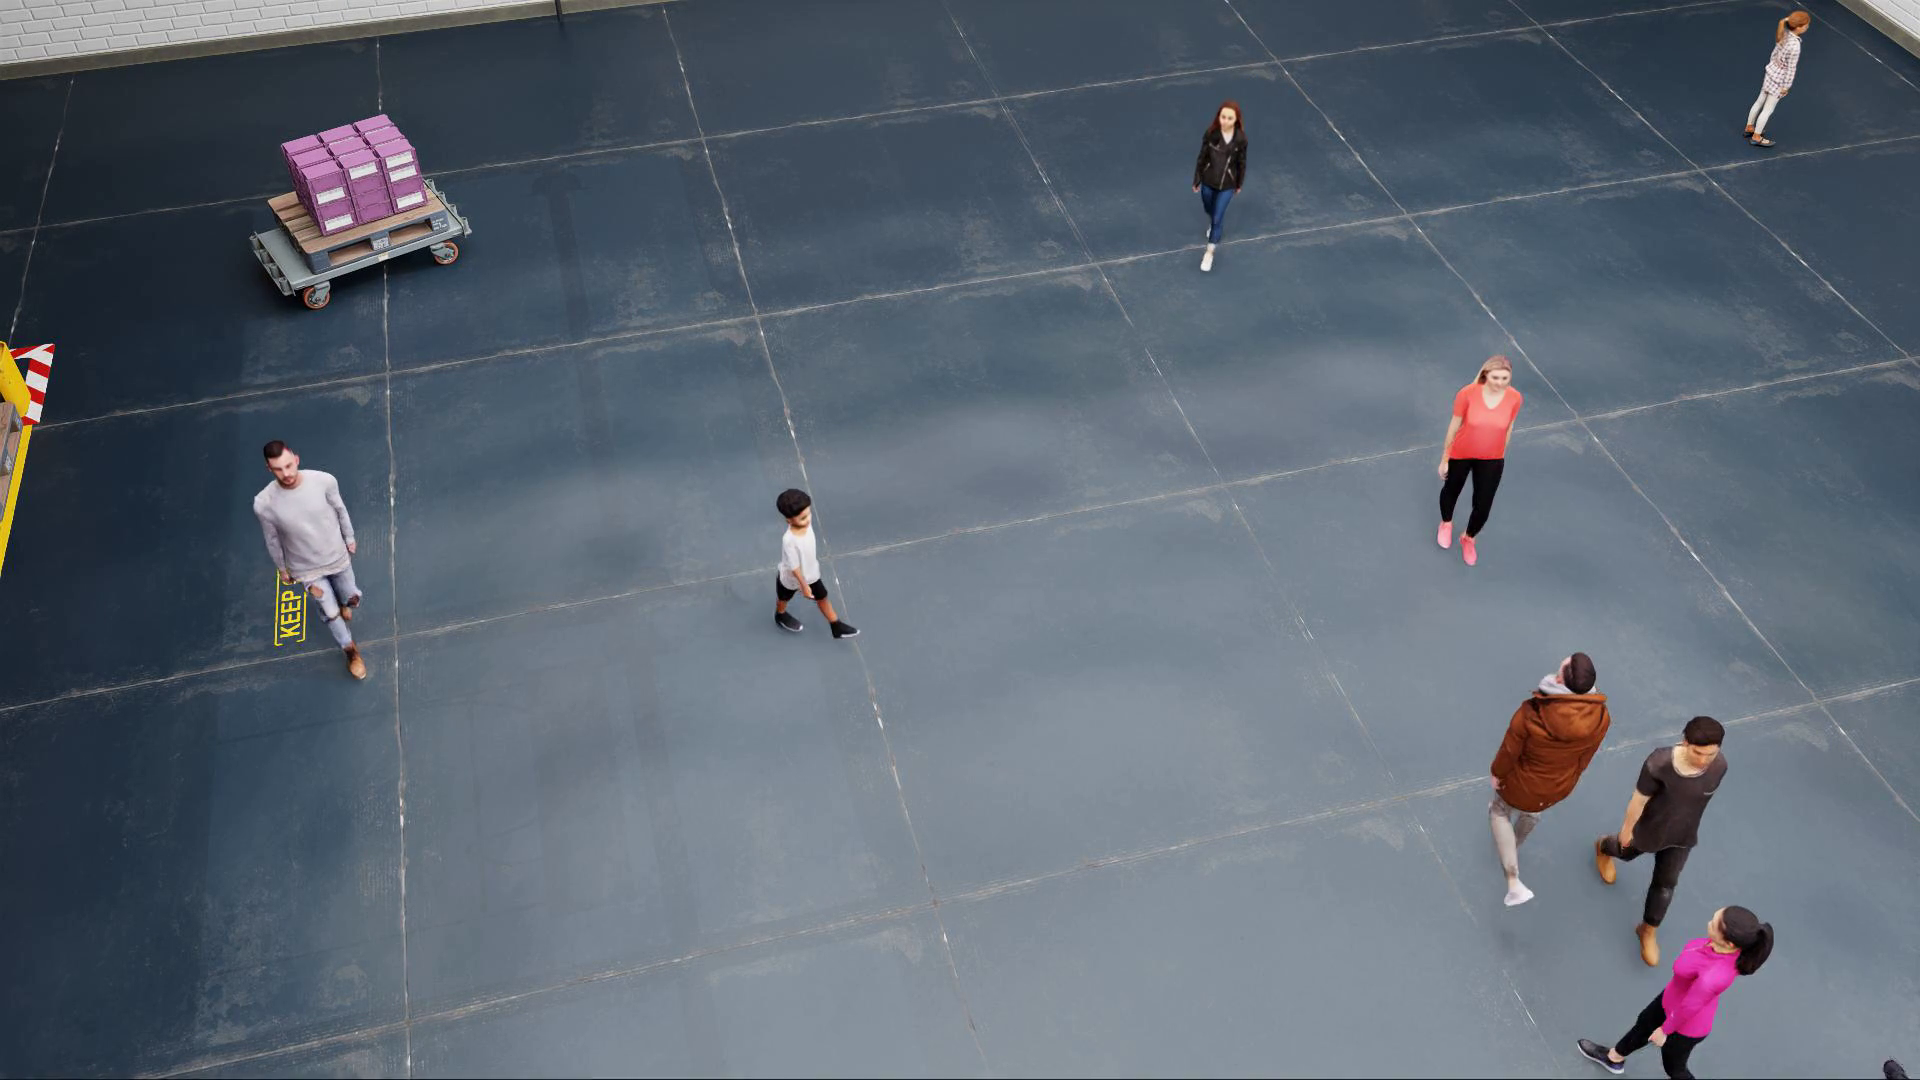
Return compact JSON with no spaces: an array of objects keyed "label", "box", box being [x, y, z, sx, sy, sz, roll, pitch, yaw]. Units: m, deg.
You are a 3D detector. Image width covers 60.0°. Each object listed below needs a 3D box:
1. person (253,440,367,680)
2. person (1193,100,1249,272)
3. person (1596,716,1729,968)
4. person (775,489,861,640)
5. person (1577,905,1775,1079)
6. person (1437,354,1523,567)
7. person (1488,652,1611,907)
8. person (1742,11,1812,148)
[{"label":"person","box":[-4.103,0.066,10.565,0.834,1.823,1.003,-23,48,-22]},{"label":"person","box":[2.208,-3.086,14.138,0.913,1.458,1.050,15,46,15]},{"label":"person","box":[3.835,1.493,9.168,0.810,1.683,1.135,0,44,0]},{"label":"person","box":[-1.113,0.166,10.895,0.892,1.223,0.835,21,47,21]},{"label":"person","box":[3.673,2.386,8.236,1.048,1.677,0.944,26,49,25]},{"label":"person","box":[3.502,-0.629,11.401,0.728,1.675,0.783,8,44,8]},{"label":"person","box":[3.230,1.348,9.221,0.813,1.820,1.020,-3,44,-3]},{"label":"person","box":[7.641,-4.332,15.553,0.638,1.311,0.505,-1,44,-1]}]
